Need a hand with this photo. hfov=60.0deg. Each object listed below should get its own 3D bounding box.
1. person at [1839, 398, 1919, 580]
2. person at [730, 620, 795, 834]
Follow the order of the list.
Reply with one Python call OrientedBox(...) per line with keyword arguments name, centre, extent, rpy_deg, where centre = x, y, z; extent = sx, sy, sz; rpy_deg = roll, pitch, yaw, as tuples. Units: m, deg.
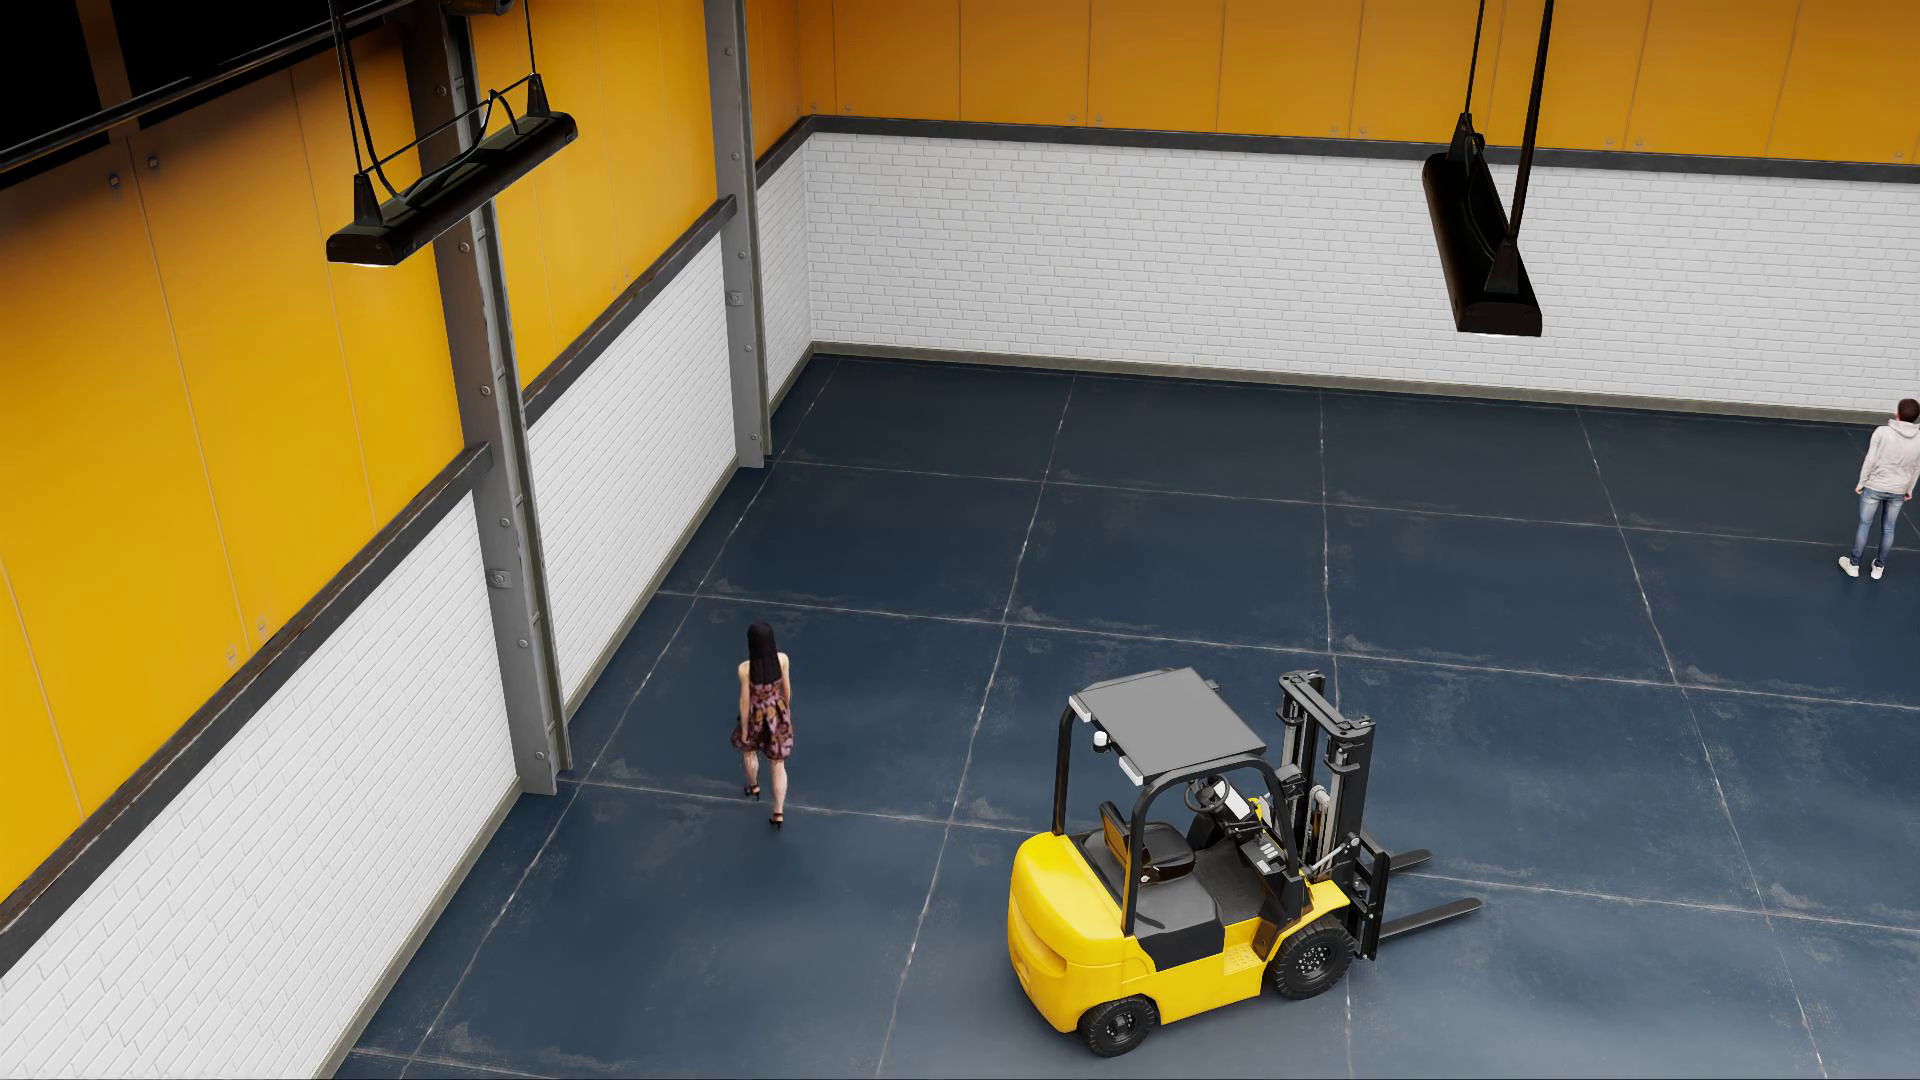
OrientedBox(name="person", centre=(8.876, -0.502, 15.941), extent=(0.664, 1.854, 0.555), rpy_deg=(6, 29, 10))
OrientedBox(name="person", centre=(-1.424, 1.434, 12.499), extent=(0.915, 1.750, 1.000), rpy_deg=(-14, 32, -24))
